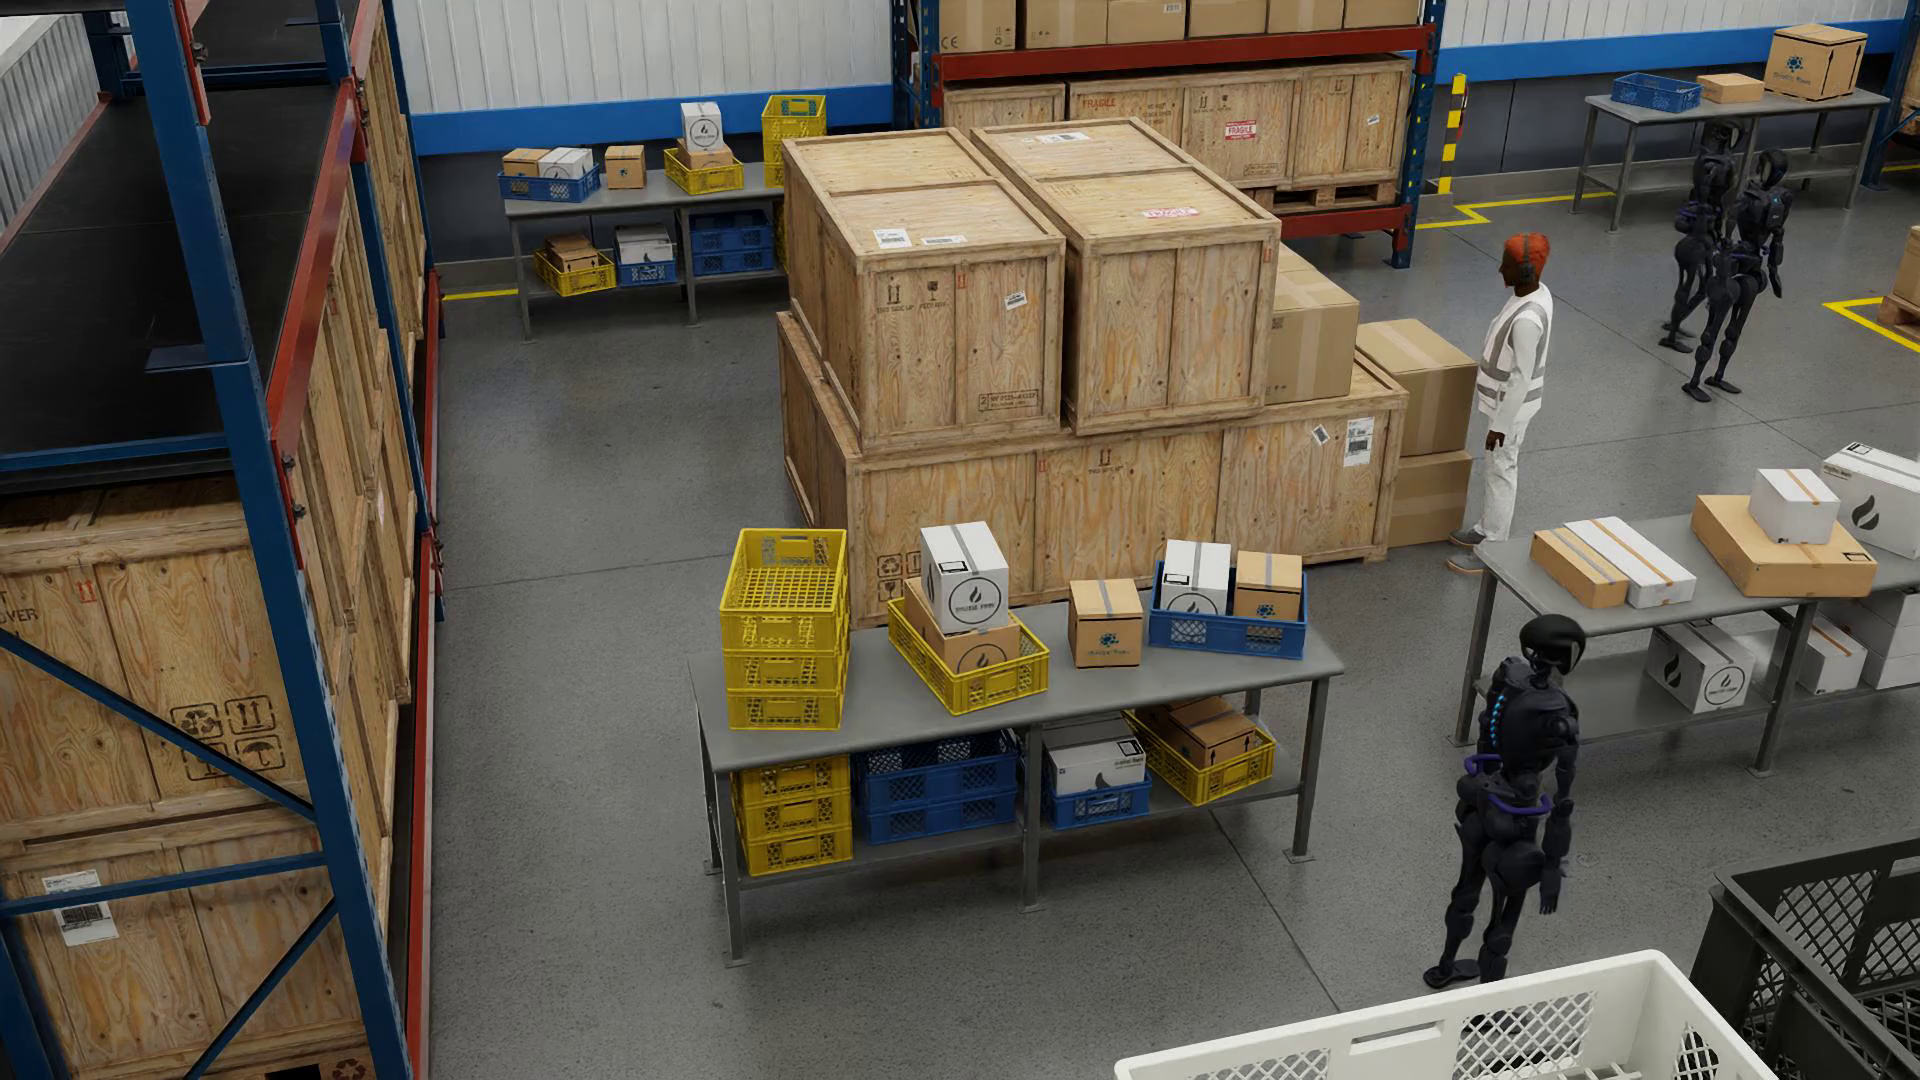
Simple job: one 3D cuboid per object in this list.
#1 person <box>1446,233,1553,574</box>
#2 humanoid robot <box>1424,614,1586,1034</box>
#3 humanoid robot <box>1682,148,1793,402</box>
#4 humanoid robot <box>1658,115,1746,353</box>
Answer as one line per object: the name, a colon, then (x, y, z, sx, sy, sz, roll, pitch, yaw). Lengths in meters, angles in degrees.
person: (2.855, -0.704, 8.721, 0.356, 1.883, 0.571, 9, 30, 16)
humanoid robot: (1.943, 0.979, 5.864, 0.326, 1.657, 0.591, -6, 29, -10)
humanoid robot: (5.074, -1.717, 10.761, 0.603, 1.653, 0.315, -13, 31, -22)
humanoid robot: (5.151, -2.108, 11.482, 0.360, 1.652, 0.593, 22, 36, 35)
